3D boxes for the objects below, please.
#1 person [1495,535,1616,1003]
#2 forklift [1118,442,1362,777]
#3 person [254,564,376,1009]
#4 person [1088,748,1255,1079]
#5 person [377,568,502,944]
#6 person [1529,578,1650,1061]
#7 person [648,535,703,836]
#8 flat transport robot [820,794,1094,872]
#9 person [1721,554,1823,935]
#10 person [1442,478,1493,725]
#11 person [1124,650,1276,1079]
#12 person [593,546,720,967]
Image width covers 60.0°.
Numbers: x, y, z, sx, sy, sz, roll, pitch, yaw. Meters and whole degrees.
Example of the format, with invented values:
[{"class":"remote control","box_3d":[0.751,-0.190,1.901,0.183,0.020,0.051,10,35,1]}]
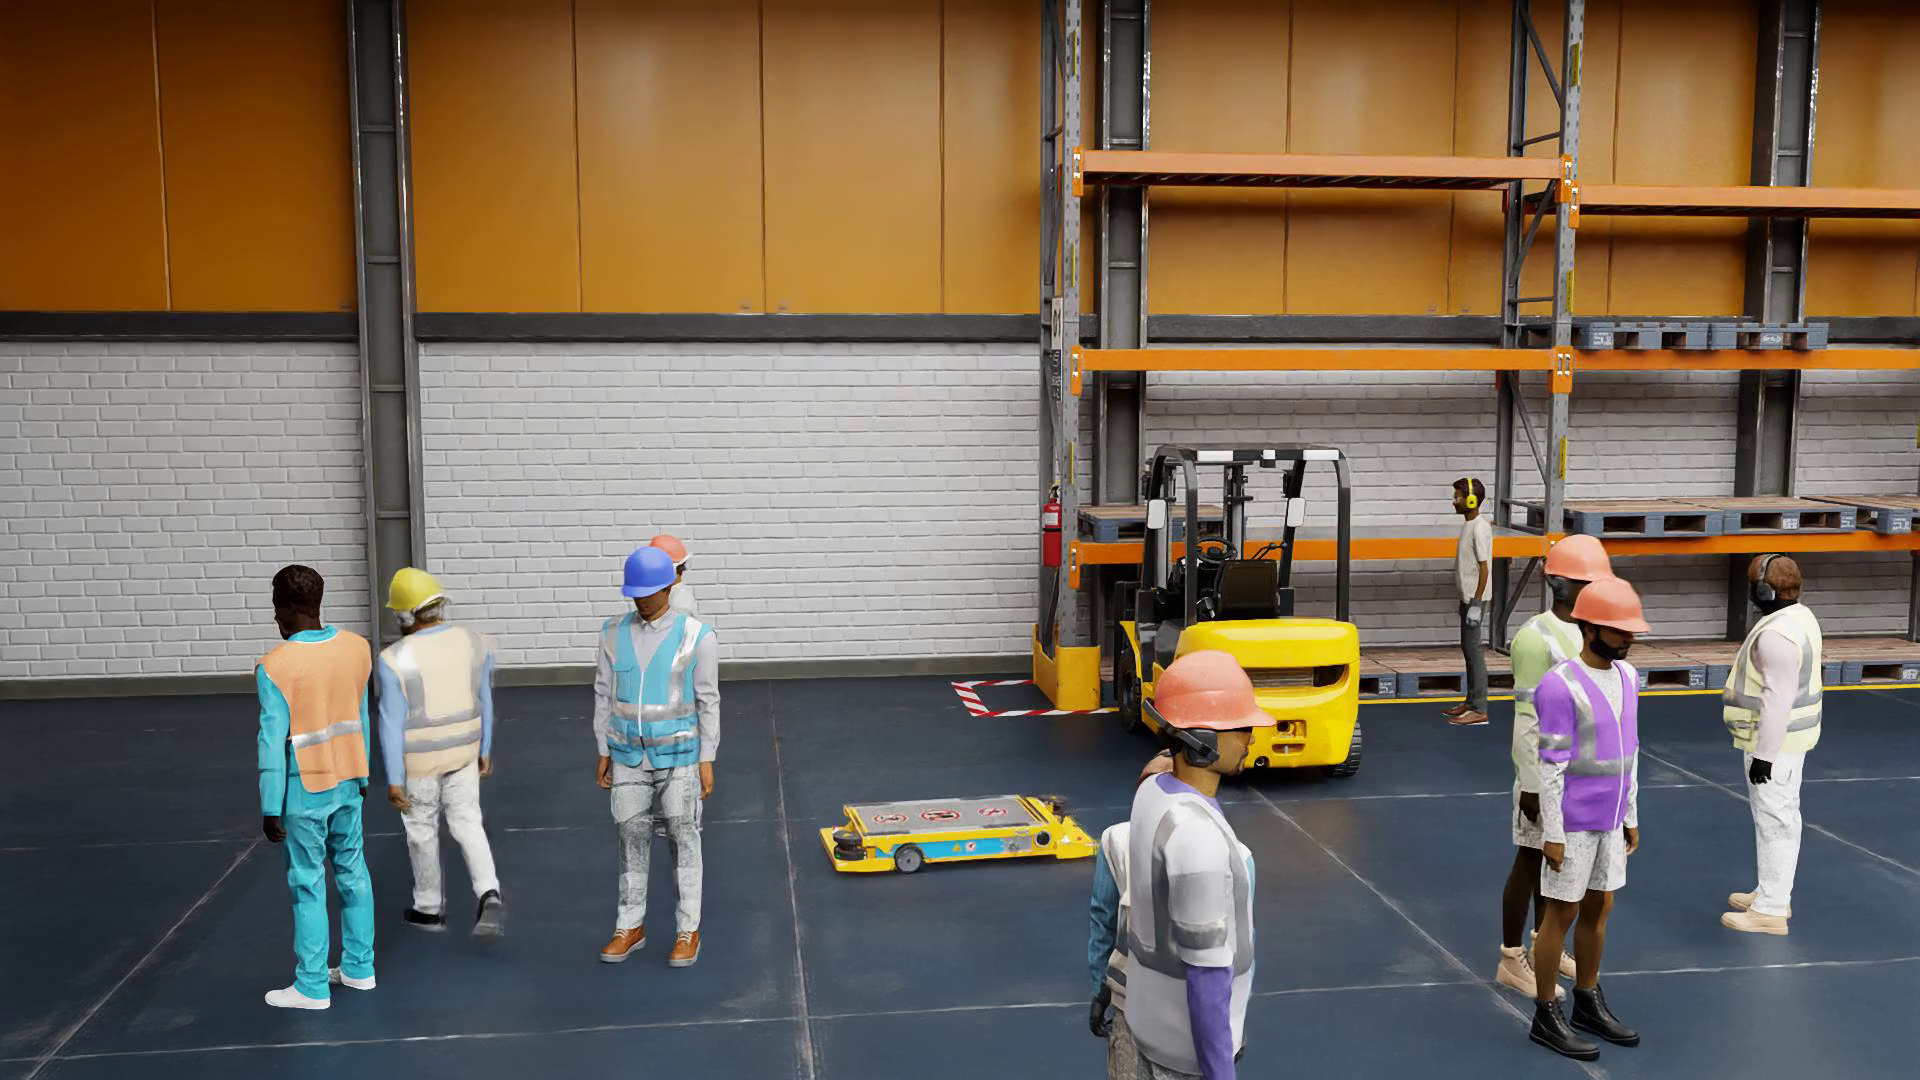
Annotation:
[{"class":"person","box_3d":[2.633,0.985,7.255,0.609,2.035,0.417,-6,9,-43]},{"class":"forklift","box_3d":[1.912,0.418,11.496,1.214,2.155,2.313,-1,7,-8]},{"class":"person","box_3d":[-2.759,1.056,7.155,0.397,1.911,0.587,3,7,24]},{"class":"person","box_3d":[0.635,1.428,5.061,0.513,1.640,0.311,3,7,21]},{"class":"person","box_3d":[-2.454,1.024,7.879,0.599,1.806,0.742,-6,9,-45]},{"class":"person","box_3d":[2.537,1.104,6.654,0.544,1.930,0.389,-4,8,-33]},{"class":"person","box_3d":[-1.692,0.838,9.725,0.342,1.748,0.573,-2,7,-16]},{"class":"flat transport robot","box_3d":[-0.030,1.623,9.285,1.431,0.197,0.652,-1,7,-13]},{"class":"person","box_3d":[3.937,0.984,8.092,0.430,1.840,0.623,4,8,34]},{"class":"person","box_3d":[3.847,0.461,12.546,0.309,1.864,0.535,1,7,9]},{"class":"person","box_3d":[0.630,1.301,4.416,0.377,2.045,0.605,-1,7,-7]},{"class":"person","box_3d":[-1.400,0.985,7.640,0.603,1.938,0.402,1,7,12]}]
